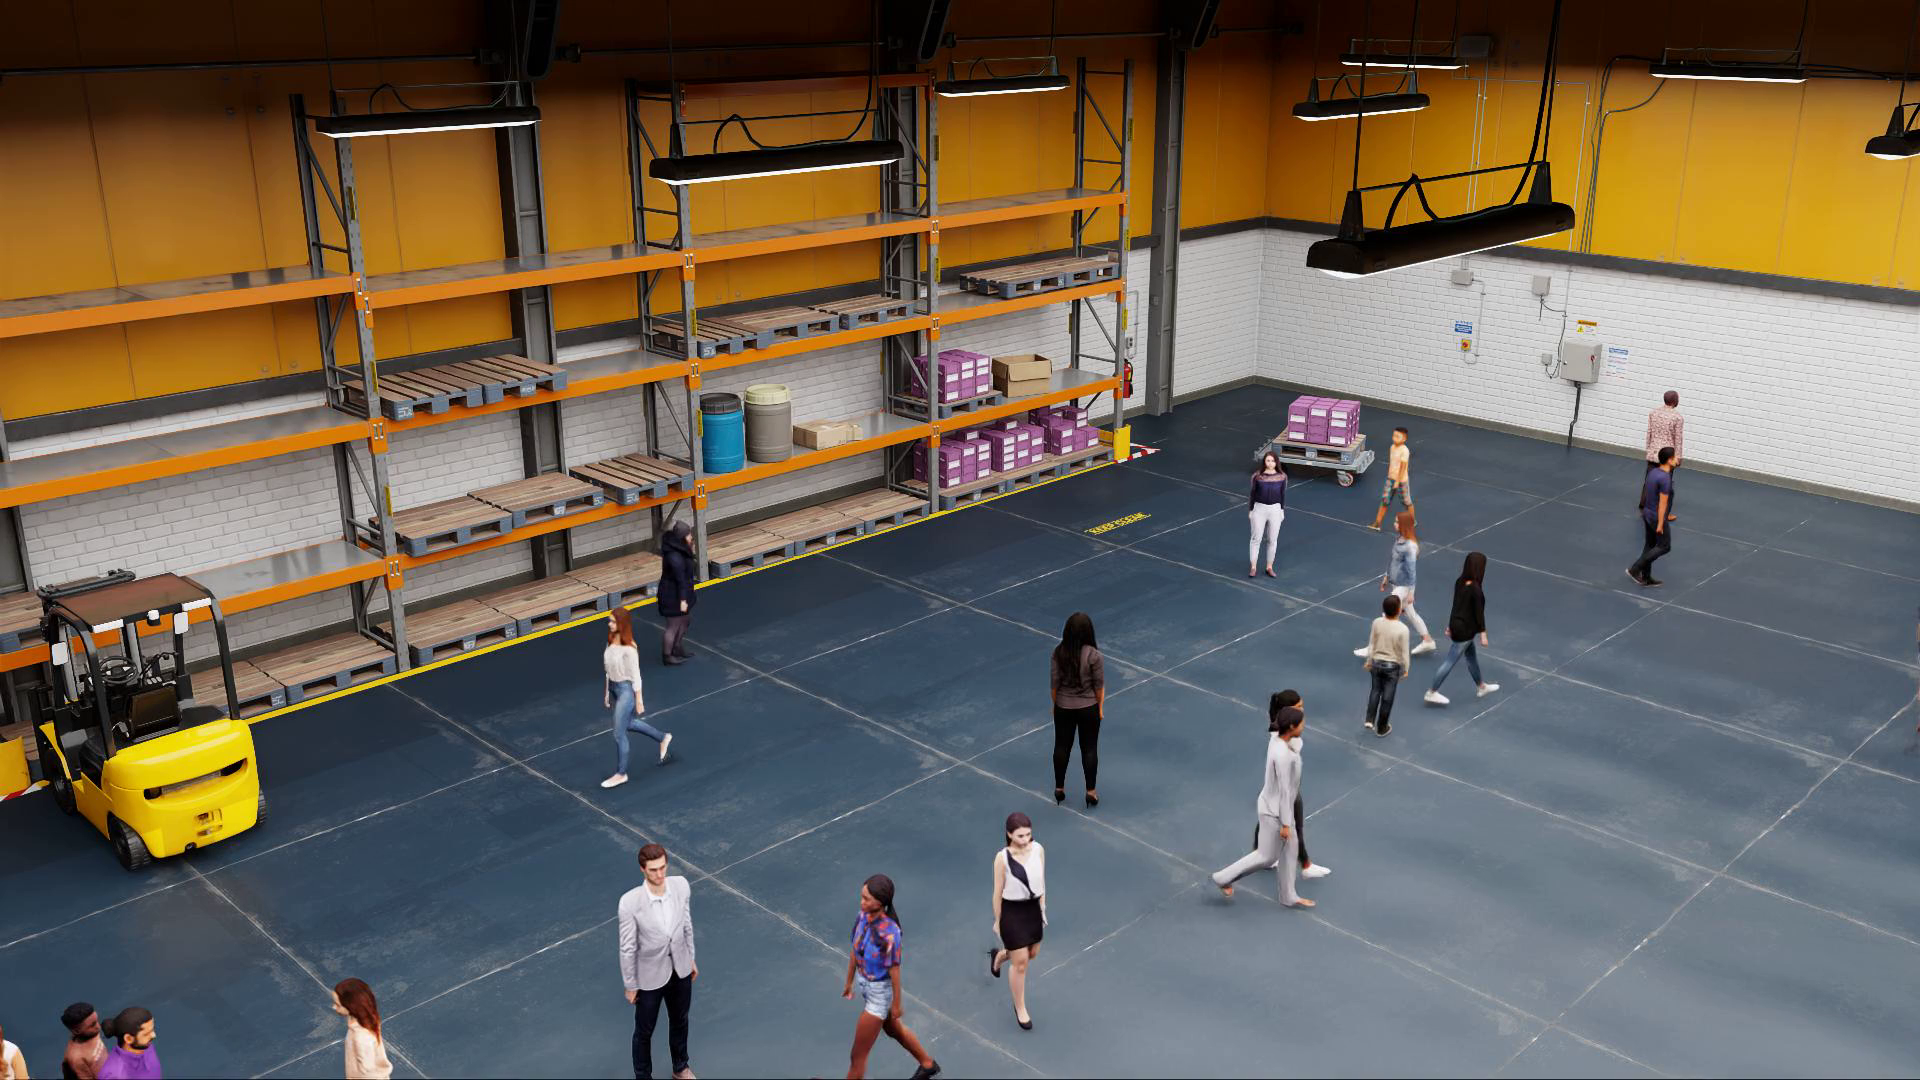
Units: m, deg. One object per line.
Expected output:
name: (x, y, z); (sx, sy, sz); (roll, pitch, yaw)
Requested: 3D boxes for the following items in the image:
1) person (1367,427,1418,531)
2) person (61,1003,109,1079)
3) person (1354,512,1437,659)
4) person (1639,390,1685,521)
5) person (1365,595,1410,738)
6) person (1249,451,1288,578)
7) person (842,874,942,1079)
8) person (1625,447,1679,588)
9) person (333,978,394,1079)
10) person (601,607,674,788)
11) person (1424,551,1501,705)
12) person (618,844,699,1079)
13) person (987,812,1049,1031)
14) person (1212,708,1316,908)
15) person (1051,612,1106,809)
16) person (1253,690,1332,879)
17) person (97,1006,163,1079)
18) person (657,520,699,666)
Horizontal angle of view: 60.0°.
person: (5.942, -0.798, 22.330); (1.055, 1.424, 0.684); (-11, 21, -29)
person: (-5.414, 3.396, 10.188); (0.857, 1.226, 0.775); (-1, 19, -4)
person: (4.887, 0.524, 18.037); (1.176, 1.659, 1.126); (0, 19, 0)
person: (9.648, -1.171, 22.838); (0.639, 1.808, 0.726); (-13, 22, -33)
person: (4.116, 1.252, 16.192); (0.608, 1.457, 0.619); (13, 23, 34)
person: (3.806, -0.322, 20.630); (0.681, 1.607, 0.736); (0, 19, 1)
person: (-0.457, 2.944, 10.791); (1.247, 1.696, 0.789); (-11, 22, -31)
person: (8.372, -0.267, 20.191); (0.912, 1.784, 0.852); (0, 19, 0)
person: (-3.580, 3.292, 10.100); (0.606, 1.479, 0.619); (-9, 21, -24)
person: (-3.023, 1.407, 15.339); (1.053, 1.707, 0.658); (-14, 23, -35)
person: (5.052, 0.937, 16.913); (1.171, 1.594, 0.988); (-3, 19, -9)
person: (-1.965, 2.817, 10.927); (0.550, 1.851, 0.771); (-13, 23, -34)
person: (0.389, 2.642, 11.792); (0.850, 1.630, 0.738); (-11, 21, -29)
person: (2.420, 2.137, 13.167); (1.094, 1.711, 1.115); (3, 19, 8)
person: (1.043, 1.517, 14.803); (0.742, 1.842, 0.753); (6, 19, 16)
person: (2.572, 1.995, 13.725); (0.892, 1.622, 0.949); (6, 20, 18)
person: (-4.718, 3.387, 9.405); (0.873, 1.742, 0.815); (-2, 19, -5)
person: (-3.121, 0.583, 17.866); (0.850, 1.657, 0.806); (-3, 19, -10)
